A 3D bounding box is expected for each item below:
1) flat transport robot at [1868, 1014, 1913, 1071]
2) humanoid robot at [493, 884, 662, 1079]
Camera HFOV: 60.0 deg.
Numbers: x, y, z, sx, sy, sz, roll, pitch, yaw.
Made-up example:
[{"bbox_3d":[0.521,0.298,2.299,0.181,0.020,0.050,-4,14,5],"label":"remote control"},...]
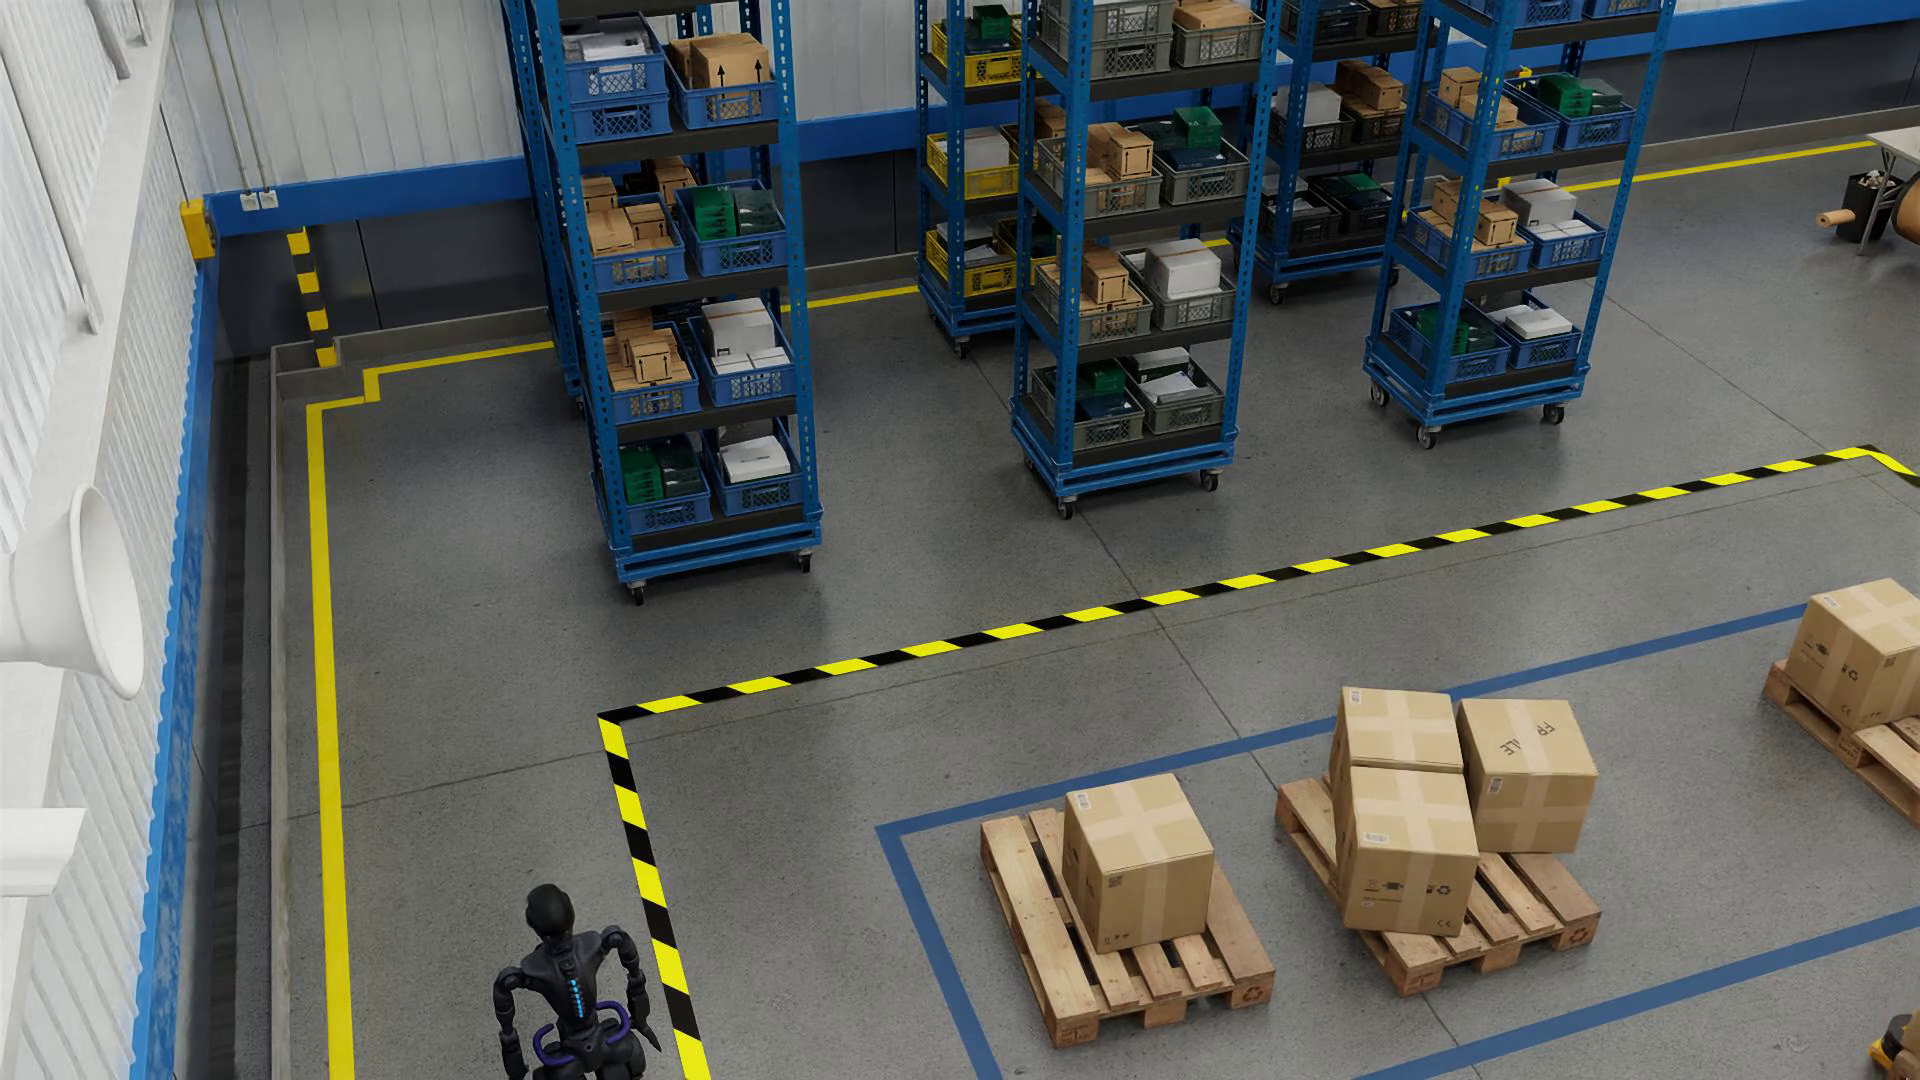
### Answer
[{"bbox_3d":[4.504,2.373,6.666,0.652,0.197,1.431,-19,39,-24],"label":"flat transport robot"},{"bbox_3d":[-1.397,1.896,6.130,0.599,1.659,0.315,-18,39,-24],"label":"humanoid robot"}]
